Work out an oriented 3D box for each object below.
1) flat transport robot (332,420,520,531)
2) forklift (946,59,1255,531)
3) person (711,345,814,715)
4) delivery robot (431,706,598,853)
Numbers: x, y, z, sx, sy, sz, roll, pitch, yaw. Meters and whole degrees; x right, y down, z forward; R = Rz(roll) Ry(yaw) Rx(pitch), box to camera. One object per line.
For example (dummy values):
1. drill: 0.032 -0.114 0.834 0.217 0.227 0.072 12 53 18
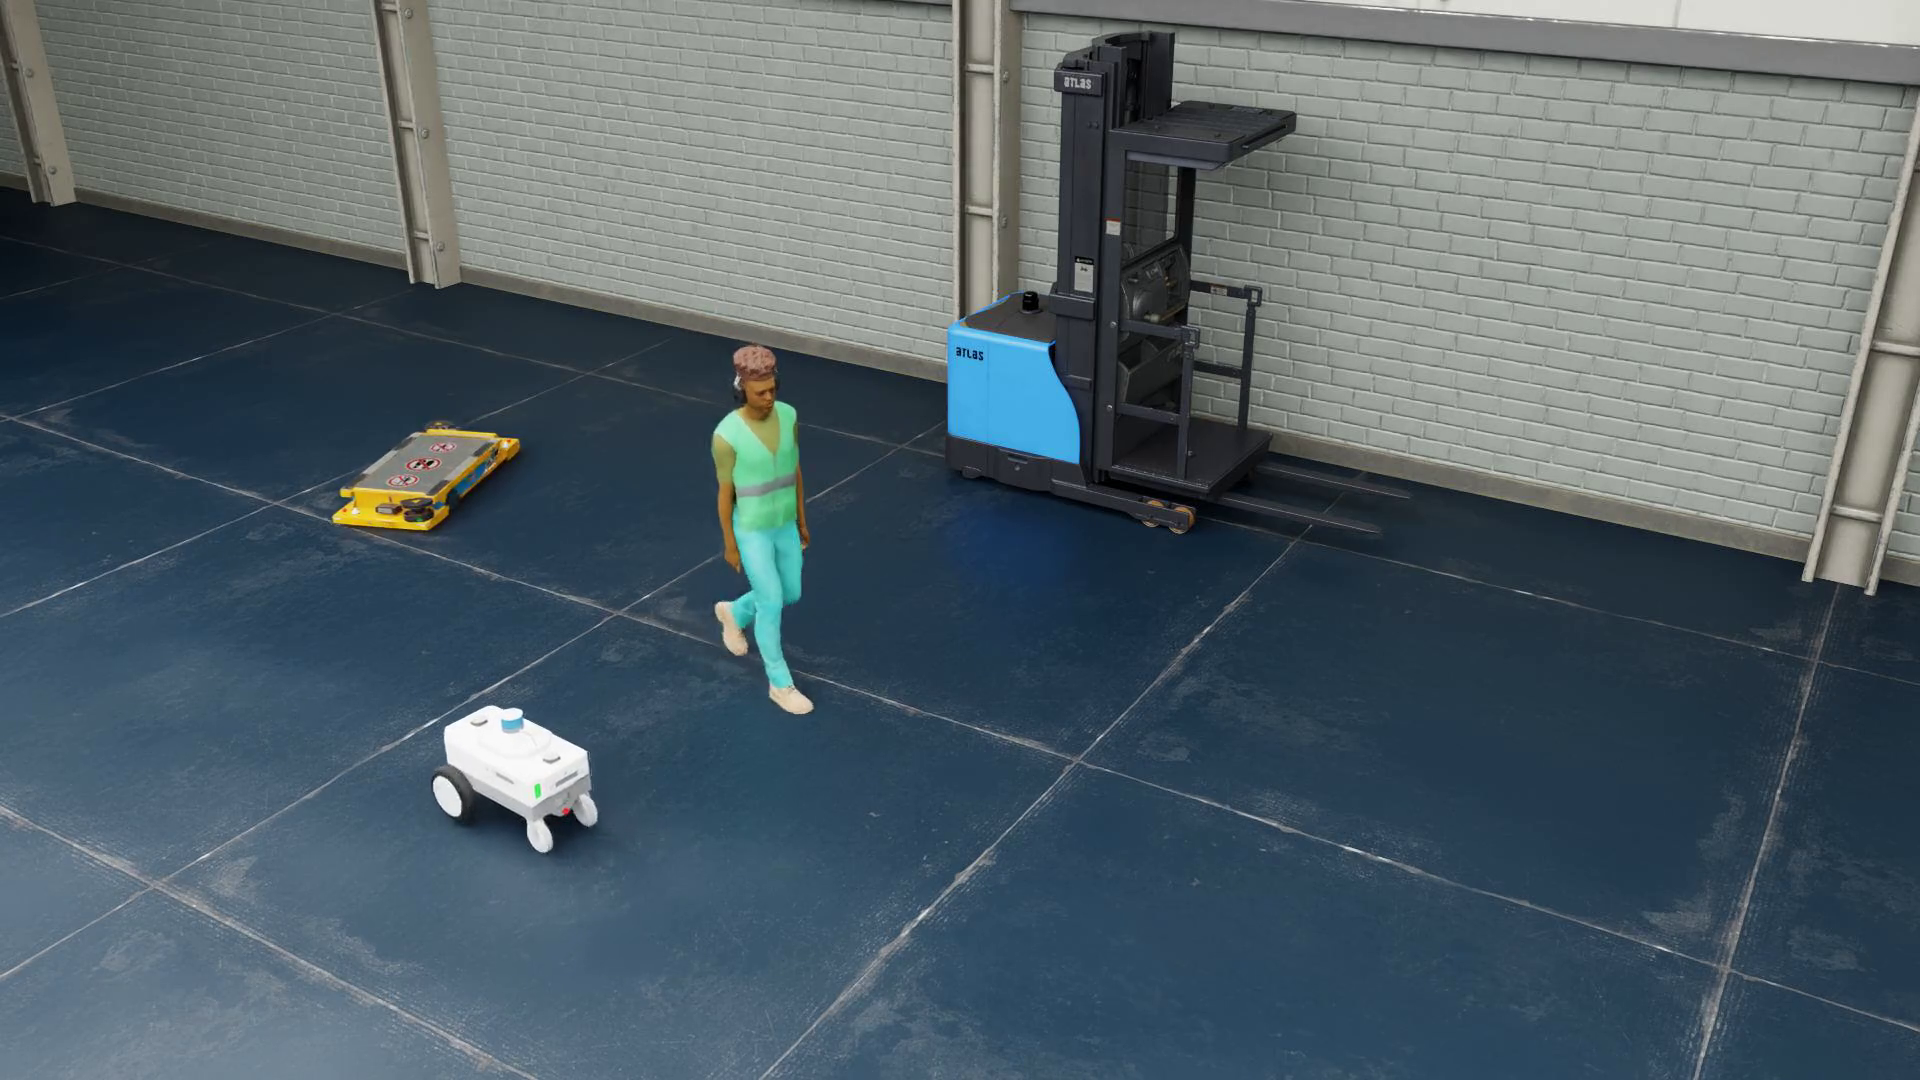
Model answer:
1. flat transport robot: -3.566 -0.443 11.195 0.659 0.231 1.431 4 26 9
2. forklift: 0.933 -1.707 10.833 1.873 2.768 1.129 15 29 28
3. person: -1.043 -0.094 8.487 0.741 1.956 0.489 22 33 39
4. delivery robot: -2.057 1.062 7.701 0.815 0.614 0.499 18 31 33
